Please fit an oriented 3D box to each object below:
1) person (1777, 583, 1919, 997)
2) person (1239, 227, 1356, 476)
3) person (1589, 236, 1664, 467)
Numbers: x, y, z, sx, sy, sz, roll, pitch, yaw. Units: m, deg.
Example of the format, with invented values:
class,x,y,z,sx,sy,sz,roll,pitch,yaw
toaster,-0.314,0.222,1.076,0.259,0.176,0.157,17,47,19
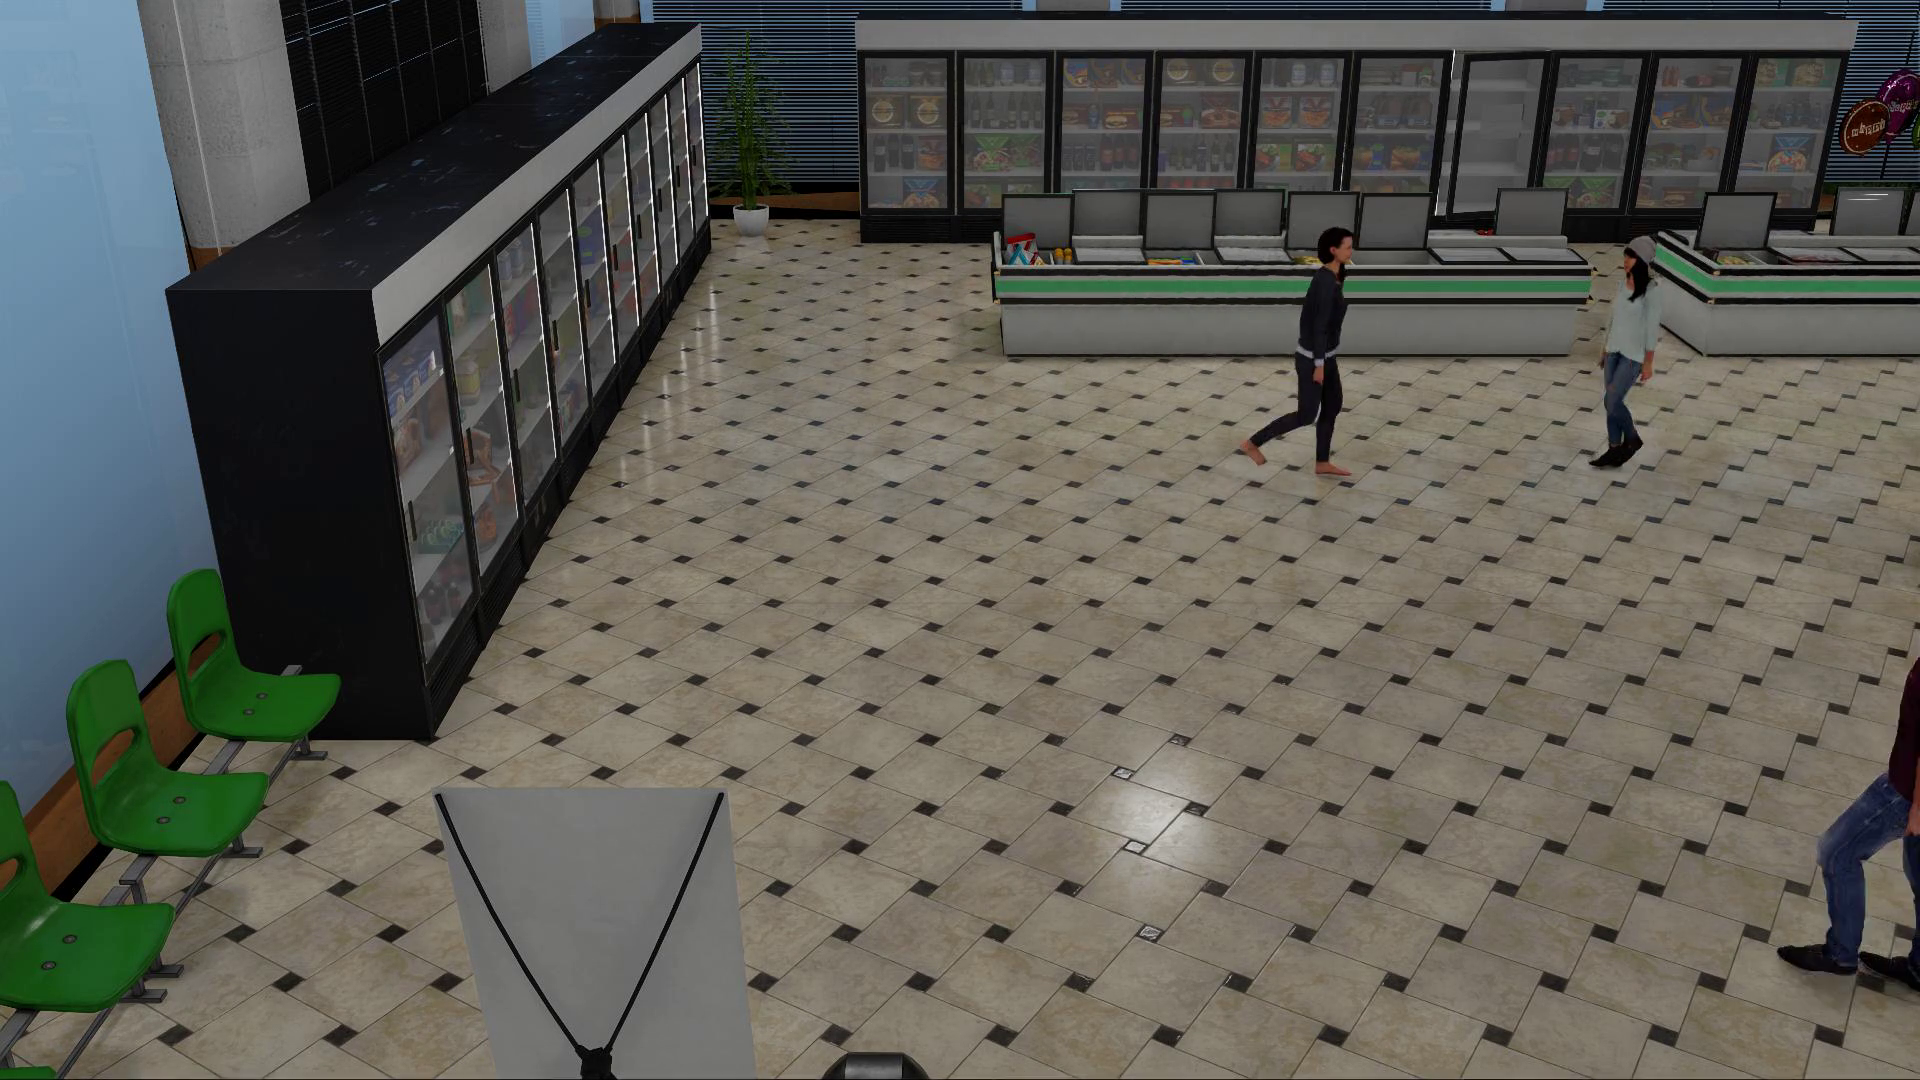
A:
class,x,y,z,sx,sy,sz,roll,pitch,yaw
person,3.677,0.921,6.173,0.877,1.833,0.937,-19,30,-36
person,2.320,-1.236,11.220,1.073,1.740,0.805,4,24,9
person,4.650,-1.274,11.440,0.724,1.632,0.682,-8,25,-18
